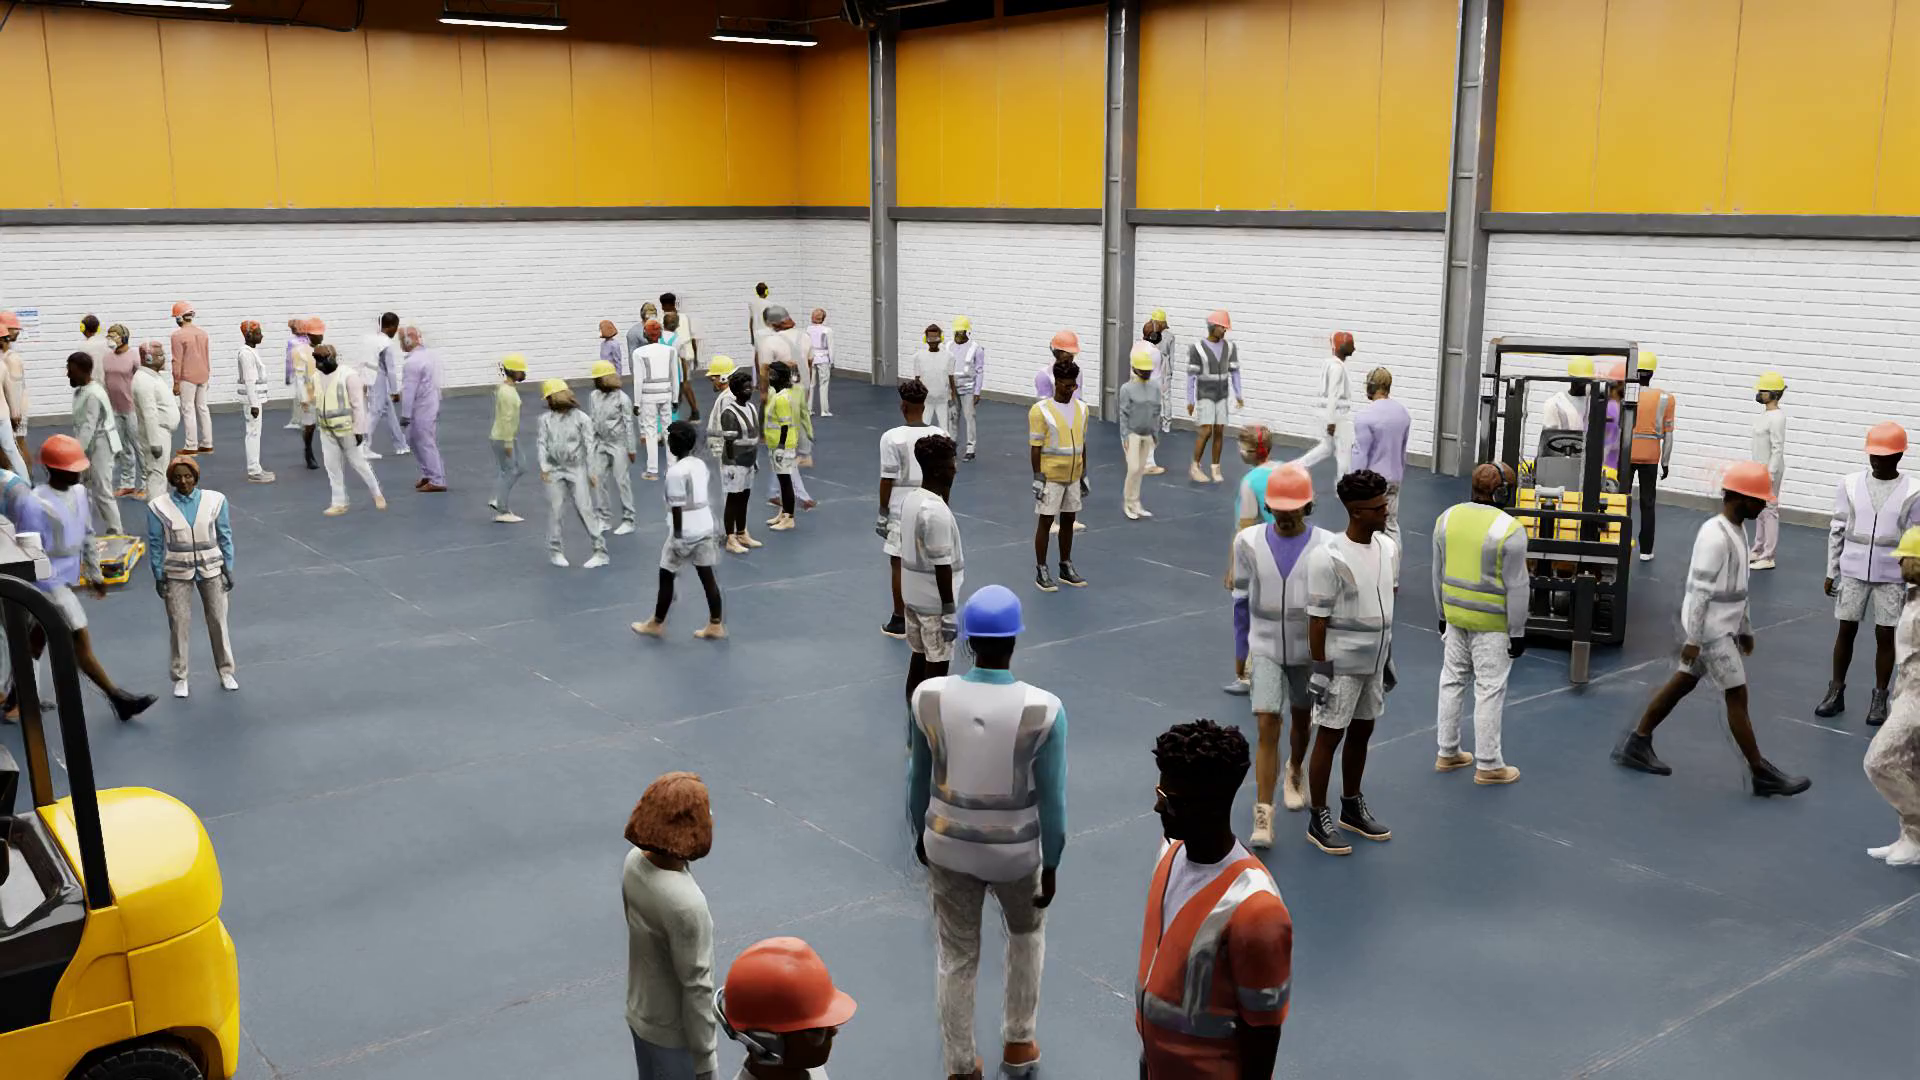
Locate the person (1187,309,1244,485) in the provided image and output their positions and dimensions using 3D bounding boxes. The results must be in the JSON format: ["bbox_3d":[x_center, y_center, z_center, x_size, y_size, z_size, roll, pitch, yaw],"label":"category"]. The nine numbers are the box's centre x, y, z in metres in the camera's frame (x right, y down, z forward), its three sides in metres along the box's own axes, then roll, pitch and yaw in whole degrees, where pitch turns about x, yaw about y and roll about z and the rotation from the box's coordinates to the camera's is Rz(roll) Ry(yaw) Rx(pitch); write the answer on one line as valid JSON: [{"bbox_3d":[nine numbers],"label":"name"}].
[{"bbox_3d":[2.954,-1.644,19.228,0.610,2.027,0.541,-5,13,-25],"label":"person"}]

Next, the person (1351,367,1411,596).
[{"bbox_3d":[3.459,-0.463,13.760,0.631,1.931,0.382,-9,15,-37],"label":"person"}]

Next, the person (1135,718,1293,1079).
[{"bbox_3d":[0.650,1.430,4.510,0.365,1.965,0.608,-4,12,-19],"label":"person"}]

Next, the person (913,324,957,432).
[{"bbox_3d":[-0.292,-1.579,19.307,0.511,1.862,0.324,0,12,0],"label":"person"}]

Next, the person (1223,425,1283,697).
[{"bbox_3d":[2.028,0.138,11.111,0.385,1.822,0.607,10,15,40],"label":"person"}]

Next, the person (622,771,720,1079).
[{"bbox_3d":[-0.868,1.489,5.057,0.272,1.627,0.502,-7,14,-31],"label":"person"}]

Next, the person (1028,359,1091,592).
[{"bbox_3d":[0.855,-0.553,14.099,0.603,1.962,0.368,-8,14,-35],"label":"person"}]

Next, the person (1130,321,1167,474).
[{"bbox_3d":[2.268,-1.710,20.003,0.430,1.840,0.633,-4,12,-19],"label":"person"}]

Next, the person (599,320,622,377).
[{"bbox_3d":[-4.807,-2.206,22.875,0.269,1.632,0.504,-9,14,-36],"label":"person"}]

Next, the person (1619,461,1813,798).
[{"bbox_3d":[4.268,0.478,9.342,1.038,1.870,0.556,8,14,34],"label":"person"}]

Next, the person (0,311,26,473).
[{"bbox_3d":[-10.812,-1.580,18.911,0.496,2.025,0.728,-2,12,-10],"label":"person"}]

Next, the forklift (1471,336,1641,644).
[{"bbox_3d":[4.683,-0.471,13.136,1.214,2.155,2.313,4,12,20],"label":"forklift"}]

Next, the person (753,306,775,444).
[{"bbox_3d":[-2.530,-2.187,22.251,0.513,1.861,0.338,8,14,34],"label":"person"}]

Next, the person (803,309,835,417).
[{"bbox_3d":[-2.129,-2.673,25.137,0.513,1.632,0.313,5,13,24],"label":"person"}]

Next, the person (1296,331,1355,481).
[{"bbox_3d":[4.061,-1.385,18.392,0.857,1.859,0.586,2,12,12],"label":"person"}]

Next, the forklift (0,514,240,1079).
[{"bbox_3d":[-3.687,1.115,5.480,2.313,2.155,1.214,-9,15,-36],"label":"forklift"}]

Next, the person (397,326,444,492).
[{"bbox_3d":[-6.080,-1.459,18.682,0.516,1.877,0.659,-2,12,-8],"label":"person"}]

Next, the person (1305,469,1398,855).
[{"bbox_3d":[2.007,0.607,8.482,0.613,1.965,0.361,-9,15,-36],"label":"person"}]

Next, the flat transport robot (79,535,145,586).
[{"bbox_3d":[-7.665,0.169,14.714,0.652,0.197,1.431,-4,12,-19],"label":"flat transport robot"}]

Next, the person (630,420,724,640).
[{"bbox_3d":[-2.131,-0.064,12.452,0.786,1.664,0.549,4,12,20],"label":"person"}]

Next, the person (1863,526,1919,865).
[{"bbox_3d":[4.688,0.783,8.201,0.391,1.726,0.512,5,13,24],"label":"person"}]

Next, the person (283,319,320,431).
[{"bbox_3d":[-9.325,-2.345,23.628,0.833,1.600,0.526,3,12,14],"label":"person"}]

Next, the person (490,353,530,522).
[{"bbox_3d":[-4.576,-1.038,16.959,0.432,1.741,0.543,-2,12,-11],"label":"person"}]

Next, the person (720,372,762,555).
[{"bbox_3d":[-2.051,-0.728,15.582,0.322,1.696,0.536,4,12,20],"label":"person"}]

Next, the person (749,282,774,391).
[{"bbox_3d":[-3.372,-3.477,28.475,0.521,1.861,0.325,6,13,27],"label":"person"}]

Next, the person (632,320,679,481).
[{"bbox_3d":[-3.568,-1.639,19.535,0.584,1.881,0.337,-9,15,-36],"label":"person"}]

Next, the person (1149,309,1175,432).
[{"bbox_3d":[2.791,-2.380,23.448,0.486,1.746,0.289,-4,12,-19],"label":"person"}]

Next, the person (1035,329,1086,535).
[{"bbox_3d":[1.014,-1.059,16.387,0.613,2.031,0.410,-11,16,-43],"label":"person"}]

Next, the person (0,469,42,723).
[{"bbox_3d":[-6.136,0.194,10.532,0.604,1.945,0.398,3,12,15],"label":"person"}]

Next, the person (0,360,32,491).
[{"bbox_3d":[-10.462,-1.330,17.989,1.106,1.921,0.657,7,14,32],"label":"person"}]

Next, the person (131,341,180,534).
[{"bbox_3d":[-7.924,-1.014,16.459,0.403,1.906,0.650,-5,13,-21],"label":"person"}]

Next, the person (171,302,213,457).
[{"bbox_3d":[-9.879,-2.063,21.359,0.409,1.980,0.621,3,12,15],"label":"person"}]
